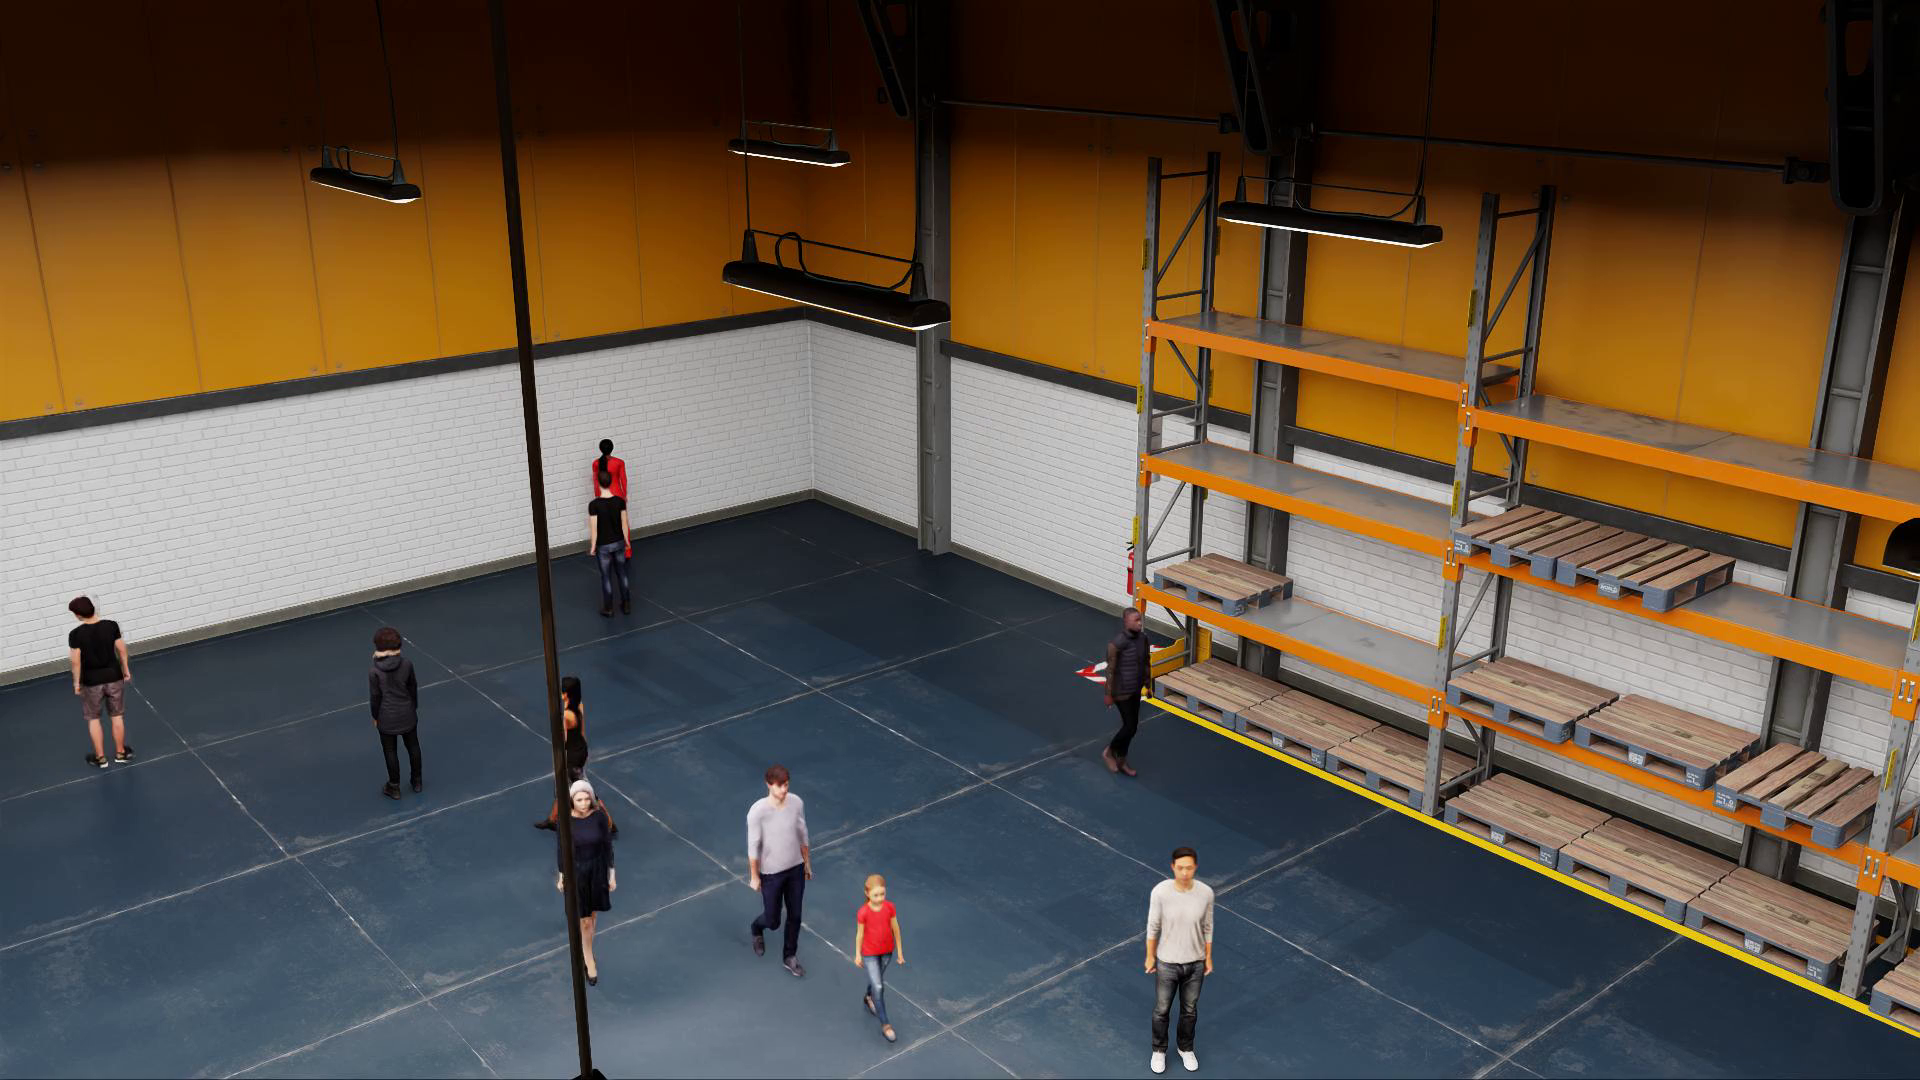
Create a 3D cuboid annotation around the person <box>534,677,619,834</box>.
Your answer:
[{"bbox_3d":[-3.551,2.067,15.592,1.108,1.618,1.042,2,19,6],"label":"person"}]

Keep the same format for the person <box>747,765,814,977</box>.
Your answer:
[{"bbox_3d":[-1.494,2.648,13.538,0.708,1.828,0.840,-13,22,-33],"label":"person"}]

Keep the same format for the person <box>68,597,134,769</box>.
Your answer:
[{"bbox_3d":[-8.834,1.434,17.104,0.692,1.854,0.568,-10,21,-28],"label":"person"}]

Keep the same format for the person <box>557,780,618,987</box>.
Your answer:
[{"bbox_3d":[-3.052,2.712,13.496,0.686,1.735,0.772,-9,21,-25],"label":"person"}]

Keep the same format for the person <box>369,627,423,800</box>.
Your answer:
[{"bbox_3d":[-5.570,1.699,16.432,0.629,1.781,0.603,-13,23,-34],"label":"person"}]

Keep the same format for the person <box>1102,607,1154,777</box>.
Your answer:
[{"bbox_3d":[1.641,1.517,16.901,0.715,1.825,0.696,-17,25,-42],"label":"person"}]

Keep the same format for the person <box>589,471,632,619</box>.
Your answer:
[{"bbox_3d":[-4.445,0.051,21.147,0.717,1.895,0.614,-10,21,-28],"label":"person"}]

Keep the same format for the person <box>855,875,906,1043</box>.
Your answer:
[{"bbox_3d":[-0.659,3.159,12.885,0.643,1.278,0.932,-9,21,-25],"label":"person"}]

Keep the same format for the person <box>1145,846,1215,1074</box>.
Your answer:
[{"bbox_3d":[1.622,3.074,12.301,0.737,1.812,0.757,-1,19,-4],"label":"person"}]

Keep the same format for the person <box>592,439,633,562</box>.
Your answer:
[{"bbox_3d":[-4.844,-0.540,23.077,0.744,1.783,0.783,-1,19,-3],"label":"person"}]
